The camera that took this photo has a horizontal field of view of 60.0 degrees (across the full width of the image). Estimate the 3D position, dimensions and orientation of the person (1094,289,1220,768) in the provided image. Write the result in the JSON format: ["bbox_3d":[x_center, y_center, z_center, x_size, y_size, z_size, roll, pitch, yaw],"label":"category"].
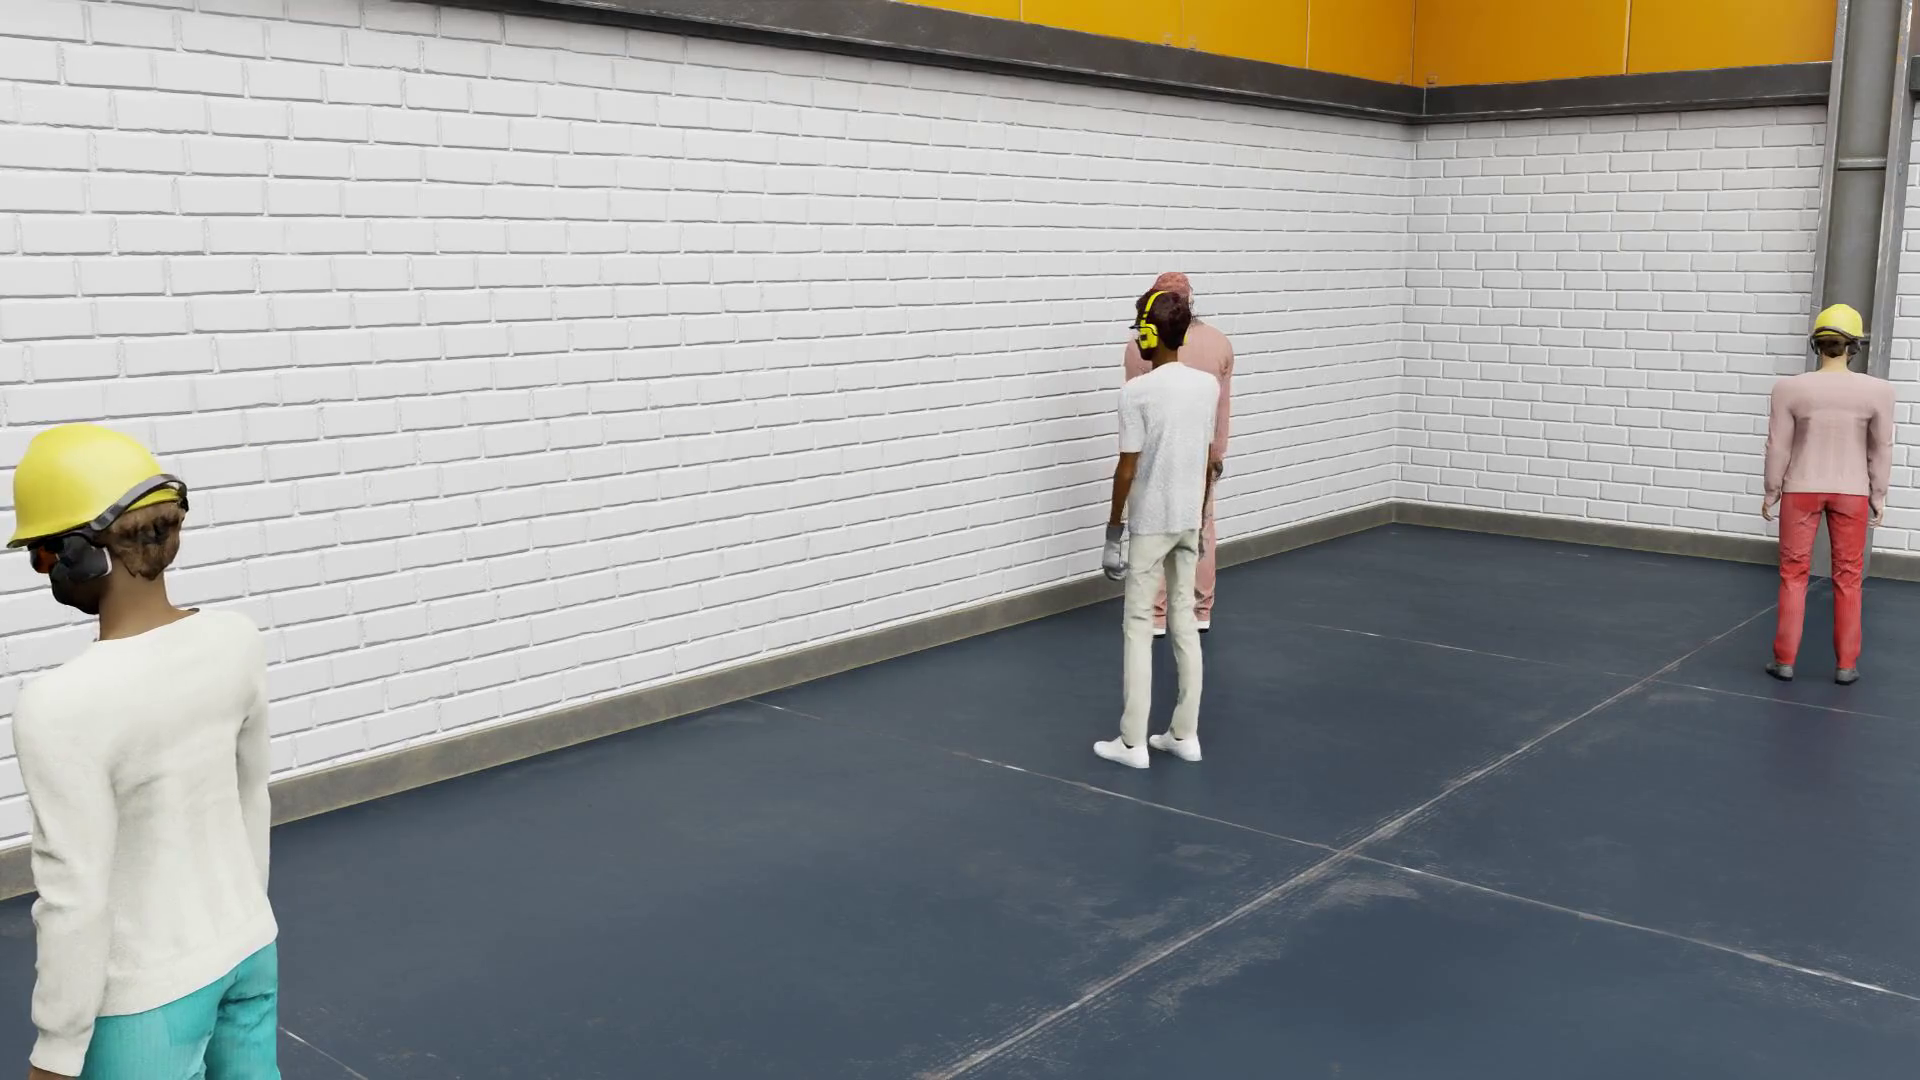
[{"bbox_3d":[0.771,-0.038,6.500,0.519,1.869,0.366,-6,12,-32],"label":"person"}]

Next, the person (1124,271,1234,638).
[{"bbox_3d":[1.100,-0.439,8.683,0.636,1.902,0.406,-4,11,-24],"label":"person"}]

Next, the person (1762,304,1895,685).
[{"bbox_3d":[4.022,-0.207,7.748,0.528,1.765,0.328,4,11,22],"label":"person"}]

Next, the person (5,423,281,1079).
[{"bbox_3d":[-1.283,0.692,2.646,0.326,1.760,0.524,2,10,10],"label":"person"}]
